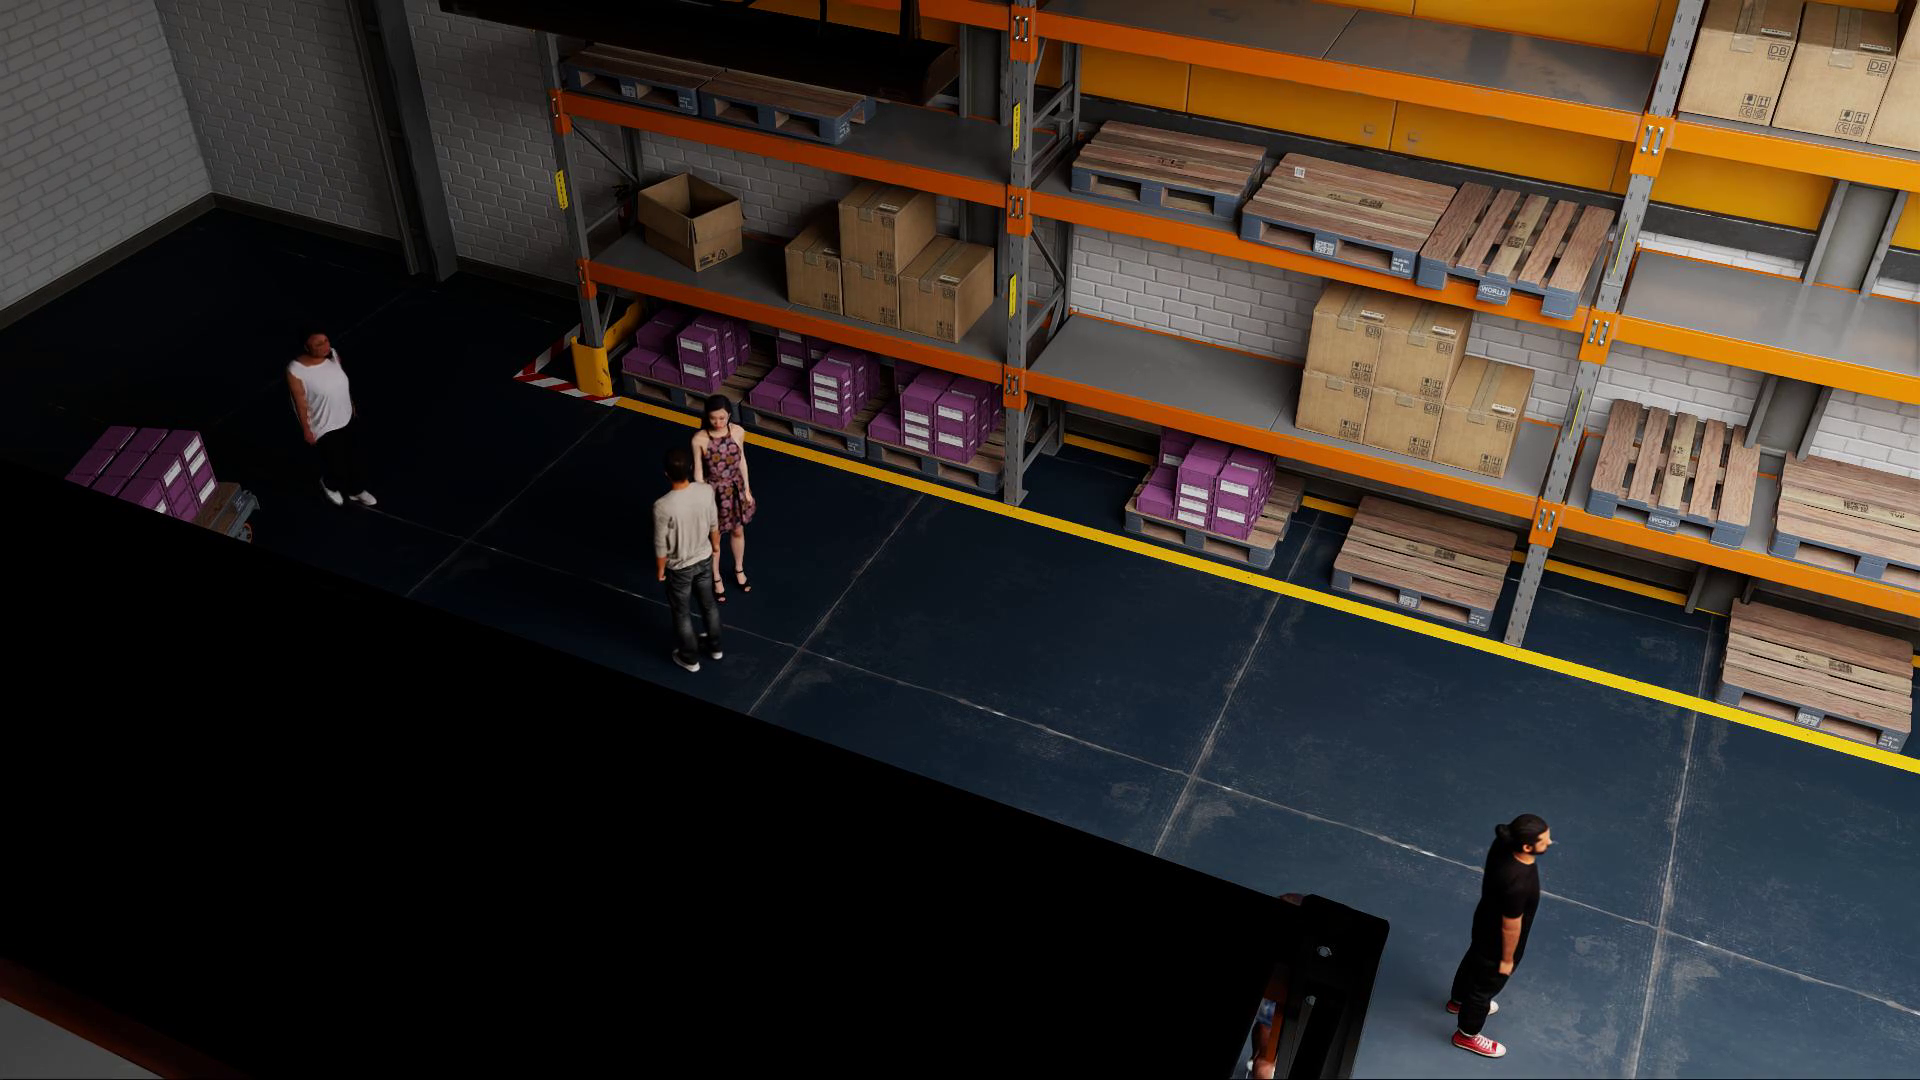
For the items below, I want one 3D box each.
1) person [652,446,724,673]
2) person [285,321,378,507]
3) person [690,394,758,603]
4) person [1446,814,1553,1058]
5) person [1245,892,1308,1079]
[{"bbox_3d":[-1.862,0.143,11.500,0.732,1.804,0.705,-28,46,-30],"label":"person"},{"bbox_3d":[-4.962,-0.970,12.994,0.631,1.678,0.658,16,41,19],"label":"person"},{"bbox_3d":[-1.721,-0.311,12.091,0.802,1.775,0.849,-19,42,-22],"label":"person"},{"bbox_3d":[2.933,2.120,9.061,0.683,1.758,0.698,4,39,5],"label":"person"},{"bbox_3d":[1.685,2.433,8.775,0.628,1.626,0.618,6,39,8],"label":"person"}]
